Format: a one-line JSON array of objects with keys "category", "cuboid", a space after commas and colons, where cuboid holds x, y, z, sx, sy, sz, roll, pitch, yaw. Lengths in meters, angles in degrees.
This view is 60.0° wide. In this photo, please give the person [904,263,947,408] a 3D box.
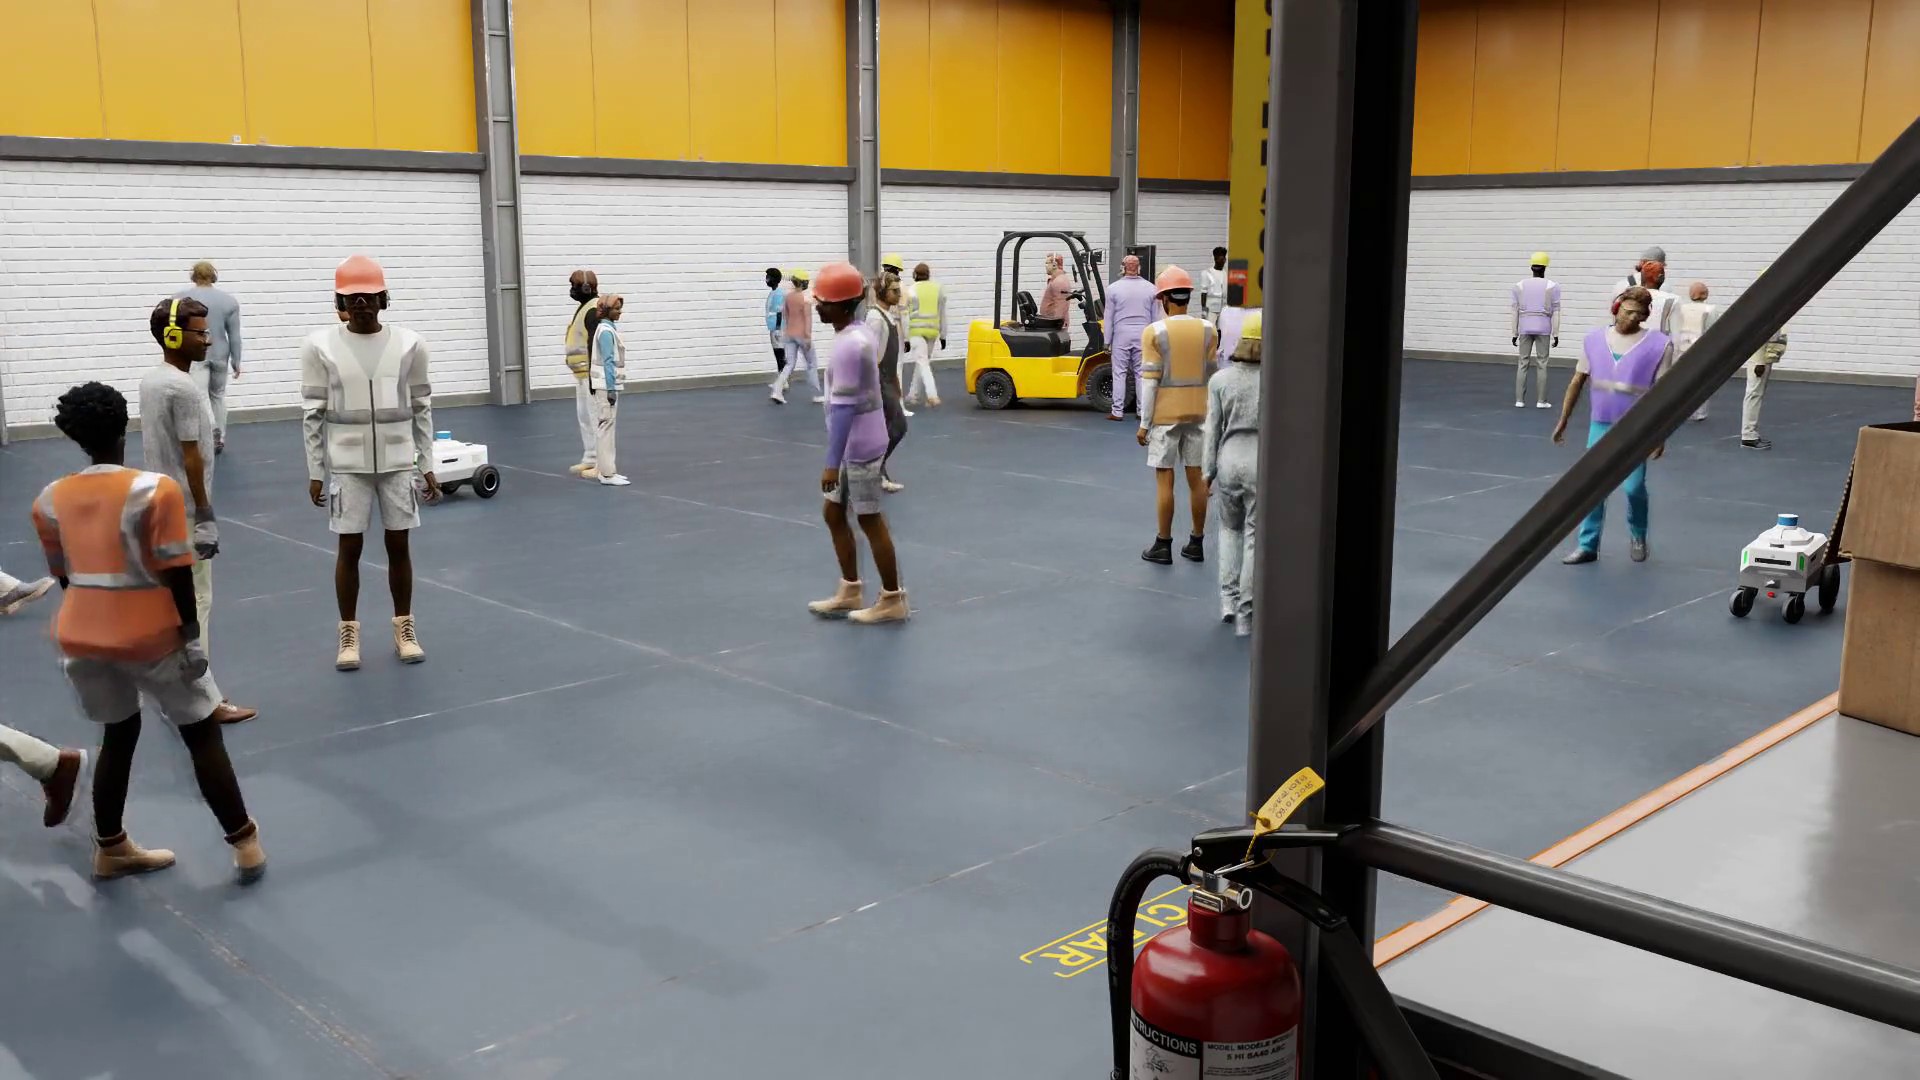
[{"category": "person", "cuboid": [-0.475, -2.548, 20.751, 0.640, 1.790, 0.942, -6, 12, -29]}]

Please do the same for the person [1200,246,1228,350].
[{"category": "person", "cuboid": [4.076, -3.669, 26.396, 0.605, 1.957, 0.392, -5, 11, -24]}]

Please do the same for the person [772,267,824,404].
[{"category": "person", "cuboid": [-2.038, -2.581, 21.075, 0.538, 1.735, 0.810, 10, 14, 44]}]

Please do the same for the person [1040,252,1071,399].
[{"category": "person", "cuboid": [1.242, -2.795, 21.751, 0.402, 1.906, 0.652, 1, 10, 5]}]

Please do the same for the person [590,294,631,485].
[{"category": "person", "cuboid": [-3.011, -1.290, 14.280, 0.315, 1.636, 0.514, -2, 11, -13]}]

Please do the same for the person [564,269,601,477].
[{"category": "person", "cuboid": [-3.273, -1.468, 14.731, 0.430, 1.832, 0.635, -4, 11, -23]}]

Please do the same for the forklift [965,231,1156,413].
[{"category": "forklift", "cuboid": [1.222, -2.721, 20.561, 2.313, 2.155, 1.214, 2, 11, 13]}]

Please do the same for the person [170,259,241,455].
[{"category": "person", "cuboid": [-7.268, -1.756, 16.094, 0.632, 1.905, 0.859, -7, 13, -34]}]

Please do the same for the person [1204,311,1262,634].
[{"category": "person", "cuboid": [1.581, -0.363, 8.981, 0.506, 1.723, 0.523, 4, 11, 23]}]

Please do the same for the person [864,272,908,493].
[{"category": "person", "cuboid": [-0.603, -1.285, 13.716, 0.407, 1.831, 0.539, 1, 10, 7]}]

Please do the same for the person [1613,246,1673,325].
[{"category": "person", "cuboid": [7.583, -2.256, 18.447, 0.579, 2.000, 0.725, -8, 13, -39]}]

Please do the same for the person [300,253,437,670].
[{"category": "person", "cuboid": [-2.891, -0.377, 8.193, 0.612, 2.041, 0.394, -5, 12, -26]}]

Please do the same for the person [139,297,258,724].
[{"category": "person", "cuboid": [-3.374, -0.118, 7.272, 0.327, 1.865, 0.514, -10, 14, -42]}]

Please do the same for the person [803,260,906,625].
[{"category": "person", "cuboid": [-0.590, -0.499, 8.973, 0.641, 1.998, 0.648, -1, 10, -5]}]

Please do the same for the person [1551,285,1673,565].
[{"category": "person", "cuboid": [4.201, -0.727, 10.718, 0.456, 1.821, 0.729, -10, 14, -43]}]

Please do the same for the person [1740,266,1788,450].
[{"category": "person", "cuboid": [8.052, -1.824, 16.657, 0.403, 1.831, 0.595, 6, 12, 30]}]

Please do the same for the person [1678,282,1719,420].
[{"category": "person", "cuboid": [8.343, -2.119, 18.911, 0.543, 1.591, 0.878, 9, 14, 40]}]

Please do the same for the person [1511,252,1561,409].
[{"category": "person", "cuboid": [7.096, -2.579, 20.517, 0.587, 1.928, 0.362, 6, 12, 29]}]

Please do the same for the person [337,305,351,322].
[{"category": "person", "cuboid": [-5.363, -1.387, 14.819, 0.285, 1.633, 0.498, -3, 11, -18]}]

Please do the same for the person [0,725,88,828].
[{"category": "person", "cuboid": [-3.483, 0.193, 5.681, 0.689, 1.837, 0.529, -6, 12, -28]}]

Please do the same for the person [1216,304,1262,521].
[{"category": "person", "cuboid": [2.173, -1.096, 12.418, 0.552, 1.926, 0.635, -6, 12, -30]}]

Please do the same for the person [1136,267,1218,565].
[{"category": "person", "cuboid": [1.400, -0.803, 10.829, 0.543, 1.928, 0.374, -4, 11, -19]}]

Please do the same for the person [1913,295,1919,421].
[{"category": "person", "cuboid": [10.899, -2.189, 18.444, 0.404, 1.911, 0.636, 0, 10, 2]}]

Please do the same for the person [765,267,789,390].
[{"category": "person", "cuboid": [-2.538, -2.922, 23.043, 0.321, 1.690, 0.536, -3, 11, -16]}]

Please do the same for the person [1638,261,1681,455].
[{"category": "person", "cuboid": [6.687, -1.765, 16.192, 0.585, 1.883, 0.337, 5, 11, 24]}]

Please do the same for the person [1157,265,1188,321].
[{"category": "person", "cuboid": [2.850, -2.886, 22.719, 0.538, 1.729, 0.458, 1, 10, 5]}]

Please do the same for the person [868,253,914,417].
[{"category": "person", "cuboid": [-0.809, -2.406, 19.595, 0.586, 1.919, 0.379, 8, 13, 38]}]

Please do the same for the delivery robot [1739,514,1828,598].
[{"category": "delivery robot", "cuboid": [4.667, 0.097, 9.413, 0.477, 0.478, 0.707, 7, 13, 35]}]

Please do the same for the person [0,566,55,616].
[{"category": "person", "cuboid": [-5.554, -0.477, 8.996, 0.988, 1.942, 0.652, -4, 11, -21]}]

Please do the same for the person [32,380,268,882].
[{"category": "person", "cuboid": [-2.644, 0.320, 5.399, 0.637, 1.668, 0.381, 2, 11, 11]}]

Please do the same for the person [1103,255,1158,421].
[{"category": "person", "cuboid": [1.956, -2.318, 19.179, 0.652, 1.904, 0.399, -2, 11, -11]}]

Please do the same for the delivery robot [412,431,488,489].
[{"category": "delivery robot", "cuboid": [-4.147, -0.633, 13.393, 0.477, 0.478, 0.707, 5, 12, 26]}]
